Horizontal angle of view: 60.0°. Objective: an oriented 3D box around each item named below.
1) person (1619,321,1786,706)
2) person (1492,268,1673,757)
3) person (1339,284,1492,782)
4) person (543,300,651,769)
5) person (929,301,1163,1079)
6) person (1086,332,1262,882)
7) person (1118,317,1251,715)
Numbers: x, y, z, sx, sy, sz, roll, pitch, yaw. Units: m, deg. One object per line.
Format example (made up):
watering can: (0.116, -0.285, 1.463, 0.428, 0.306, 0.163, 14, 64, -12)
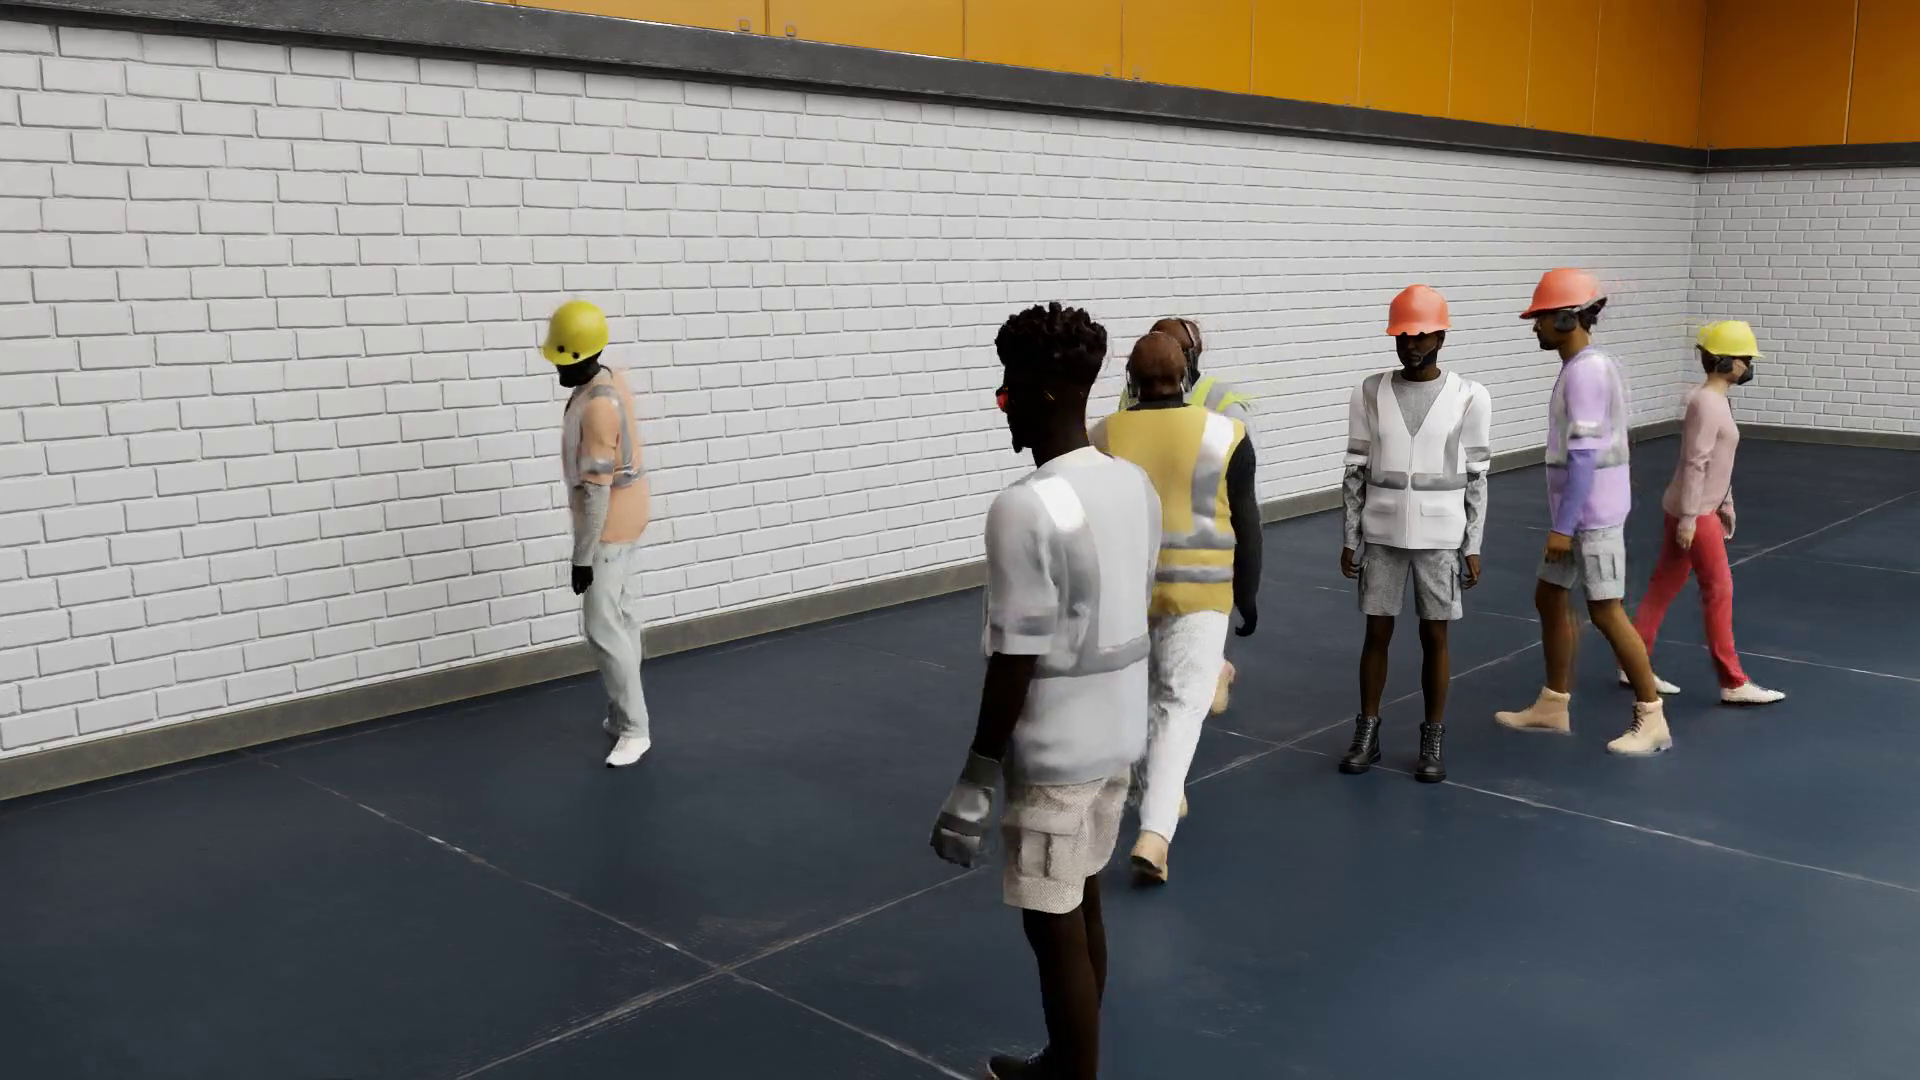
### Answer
person: (3.437, -0.115, 7.555, 0.795, 1.735, 0.561, 5, 11, 24)
person: (2.666, -0.115, 6.906, 0.735, 2.005, 0.629, 3, 10, 15)
person: (1.753, -0.016, 6.466, 0.552, 1.935, 0.374, 4, 11, 23)
person: (-1.468, -0.041, 6.810, 0.379, 1.876, 0.710, -2, 10, -9)
person: (0.166, 0.456, 3.775, 0.572, 1.957, 0.625, 6, 11, 30)
person: (0.675, 0.205, 5.611, 0.626, 1.805, 0.932, 4, 11, 22)
person: (0.965, -0.054, 7.102, 0.891, 1.808, 0.607, -9, 14, -43)
